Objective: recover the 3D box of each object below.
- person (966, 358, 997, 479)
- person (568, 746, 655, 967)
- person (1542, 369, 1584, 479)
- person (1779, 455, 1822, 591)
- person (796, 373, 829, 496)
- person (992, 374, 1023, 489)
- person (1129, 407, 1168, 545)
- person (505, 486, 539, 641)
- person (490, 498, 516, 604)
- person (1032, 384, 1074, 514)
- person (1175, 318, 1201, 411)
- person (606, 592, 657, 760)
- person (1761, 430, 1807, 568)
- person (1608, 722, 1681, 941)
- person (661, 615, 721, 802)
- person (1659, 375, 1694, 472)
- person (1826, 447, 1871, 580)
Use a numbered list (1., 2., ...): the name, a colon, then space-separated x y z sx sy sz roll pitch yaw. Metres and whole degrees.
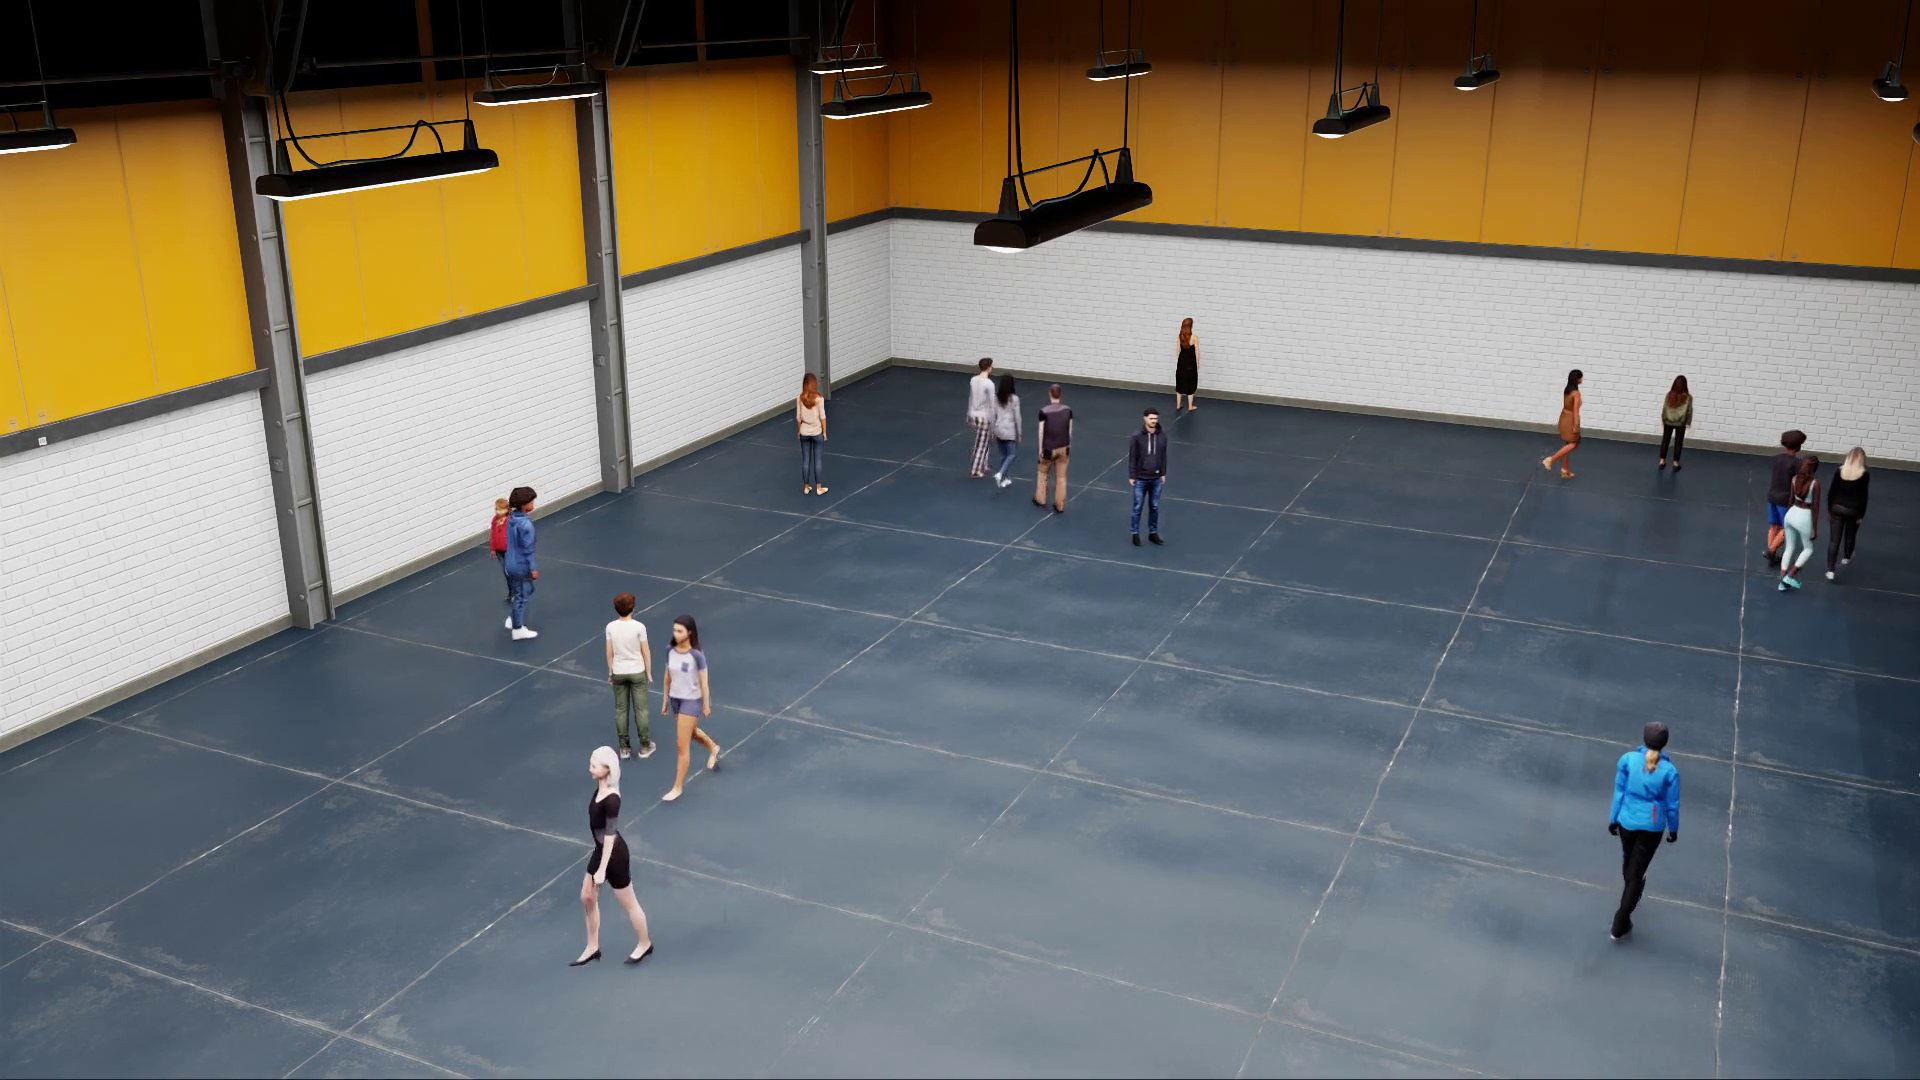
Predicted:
1. person: 0.261 -1.804 24.943 0.885 1.831 0.811 -17 25 -41
2. person: -2.527 2.388 12.531 0.974 1.807 0.863 -12 22 -31
3. person: 9.071 -1.723 24.937 0.848 1.681 0.835 -2 19 -6
4. person: 10.213 -0.184 20.332 0.778 1.703 0.731 -8 20 -24
5. person: -2.169 -1.550 24.252 0.630 1.789 0.571 5 19 15
6. person: 0.643 -1.554 24.385 0.719 1.713 0.872 10 21 27
7. person: 2.492 -0.858 22.048 0.756 1.886 0.774 -3 19 -9
8. person: -5.043 0.280 18.824 0.884 1.787 0.837 -10 21 -28
9. person: -5.446 0.104 20.097 0.510 1.307 0.503 9 21 25
10. person: 1.363 -1.269 23.363 0.904 1.825 0.969 -4 19 -13
11. person: 3.964 -3.087 29.075 0.586 1.625 0.580 10 21 27
12. person: -3.187 1.298 16.011 0.655 1.653 0.658 0 19 1
13. person: 10.408 -0.501 21.154 0.924 1.780 0.848 -7 20 -20
14. person: 5.253 2.284 12.912 0.849 1.761 1.145 16 24 39
15. person: -2.485 1.486 15.382 0.648 1.697 1.142 10 21 28
16. person: 10.964 -1.801 25.487 0.626 1.476 0.574 13 22 33
17. person: 11.036 -0.296 20.762 0.841 1.642 1.204 13 23 34
